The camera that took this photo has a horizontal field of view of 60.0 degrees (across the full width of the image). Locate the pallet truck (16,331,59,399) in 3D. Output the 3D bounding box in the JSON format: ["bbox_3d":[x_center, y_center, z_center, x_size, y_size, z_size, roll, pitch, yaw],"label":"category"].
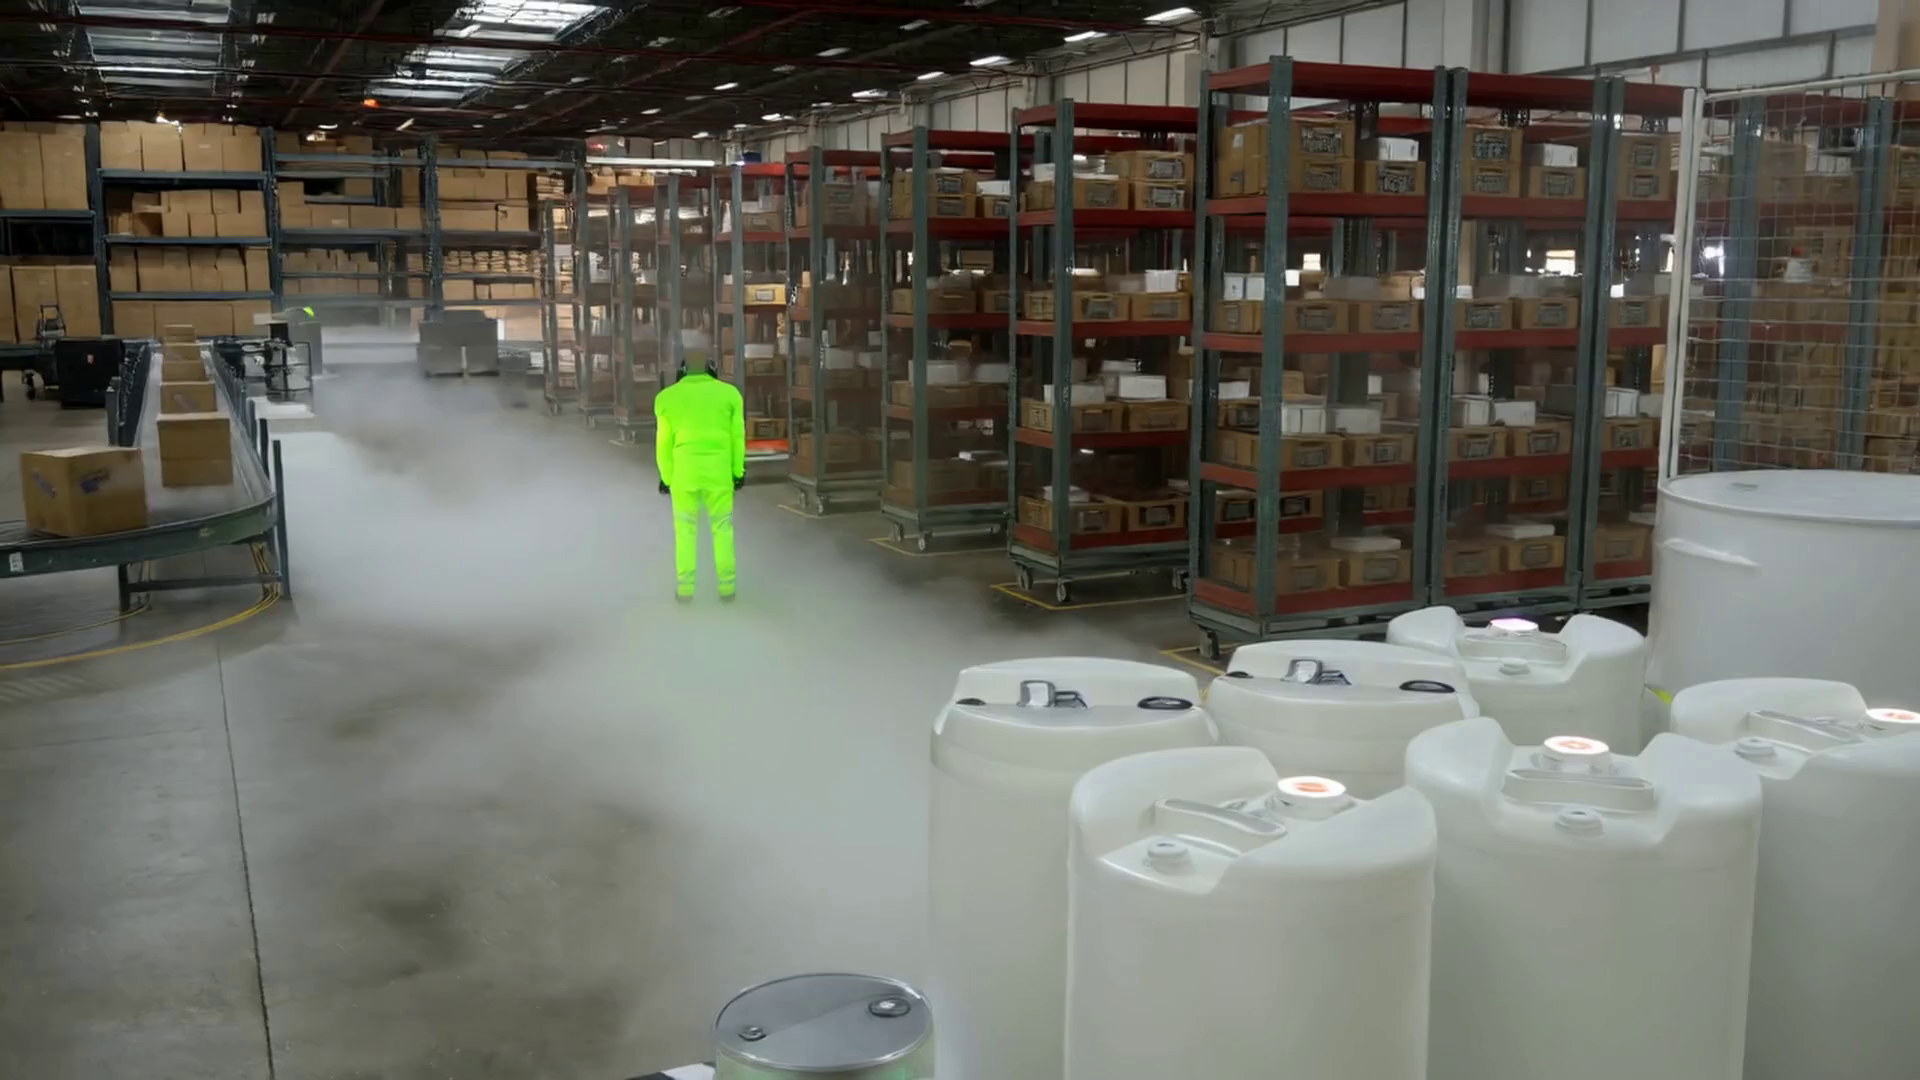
[{"bbox_3d":[-17.082,-3.353,31.781,1.630,1.274,0.653,-4,10,-25],"label":"pallet truck"}]

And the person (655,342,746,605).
[{"bbox_3d":[-1.875,-0.476,12.058,0.642,1.909,0.408,-2,9,-15],"label":"person"}]

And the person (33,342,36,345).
[{"bbox_3d":[-24.242,-5.453,43.807,0.534,1.625,0.295,-9,13,-43],"label":"person"}]

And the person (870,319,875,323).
[{"bbox_3d":[-2.647,-6.465,49.787,0.546,1.725,0.761,8,12,39],"label":"person"}]

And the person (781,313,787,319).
[{"bbox_3d":[-4.669,-5.977,45.960,0.611,1.985,0.414,-6,11,-32],"label":"person"}]

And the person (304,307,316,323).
[{"bbox_3d":[-20.965,-7.067,53.854,0.819,1.599,0.530,-3,10,-16],"label":"person"}]
